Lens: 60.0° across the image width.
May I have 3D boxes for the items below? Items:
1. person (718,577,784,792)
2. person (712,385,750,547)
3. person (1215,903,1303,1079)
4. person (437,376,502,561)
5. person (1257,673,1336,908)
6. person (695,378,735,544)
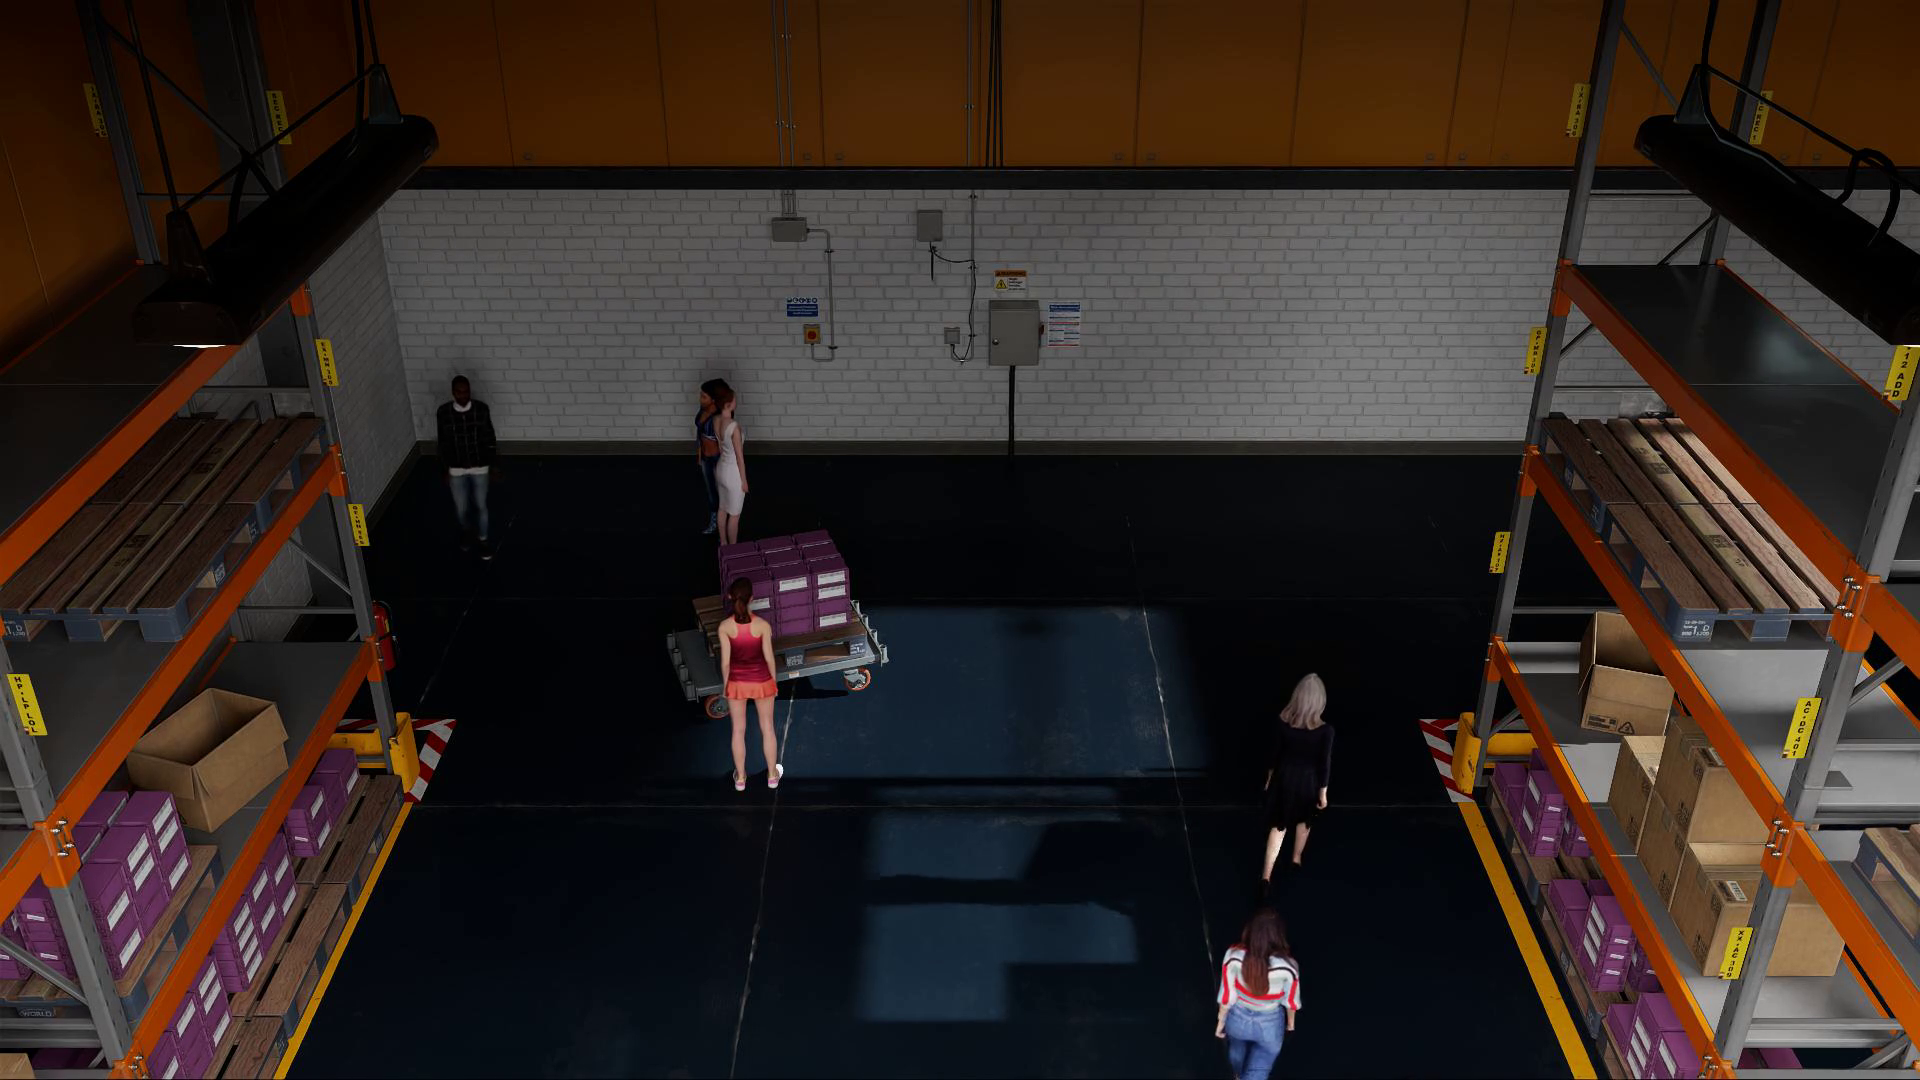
[{"bbox_3d":[-1.533,1.045,12.097,0.574,1.753,0.569,-2,29,-4],"label":"person"},{"bbox_3d":[-2.089,-0.568,15.014,0.700,1.792,0.618,-20,34,-32],"label":"person"},{"bbox_3d":[1.617,2.743,9.175,0.854,1.570,1.171,9,30,16],"label":"person"},{"bbox_3d":[-4.516,-0.706,15.254,0.797,1.804,0.829,-10,30,-17],"label":"person"},{"bbox_3d":[2.189,1.688,10.956,0.902,1.717,1.141,14,32,24],"label":"person"},{"bbox_3d":[-2.286,-0.746,15.534,0.753,1.606,0.686,-24,37,-37],"label":"person"}]
